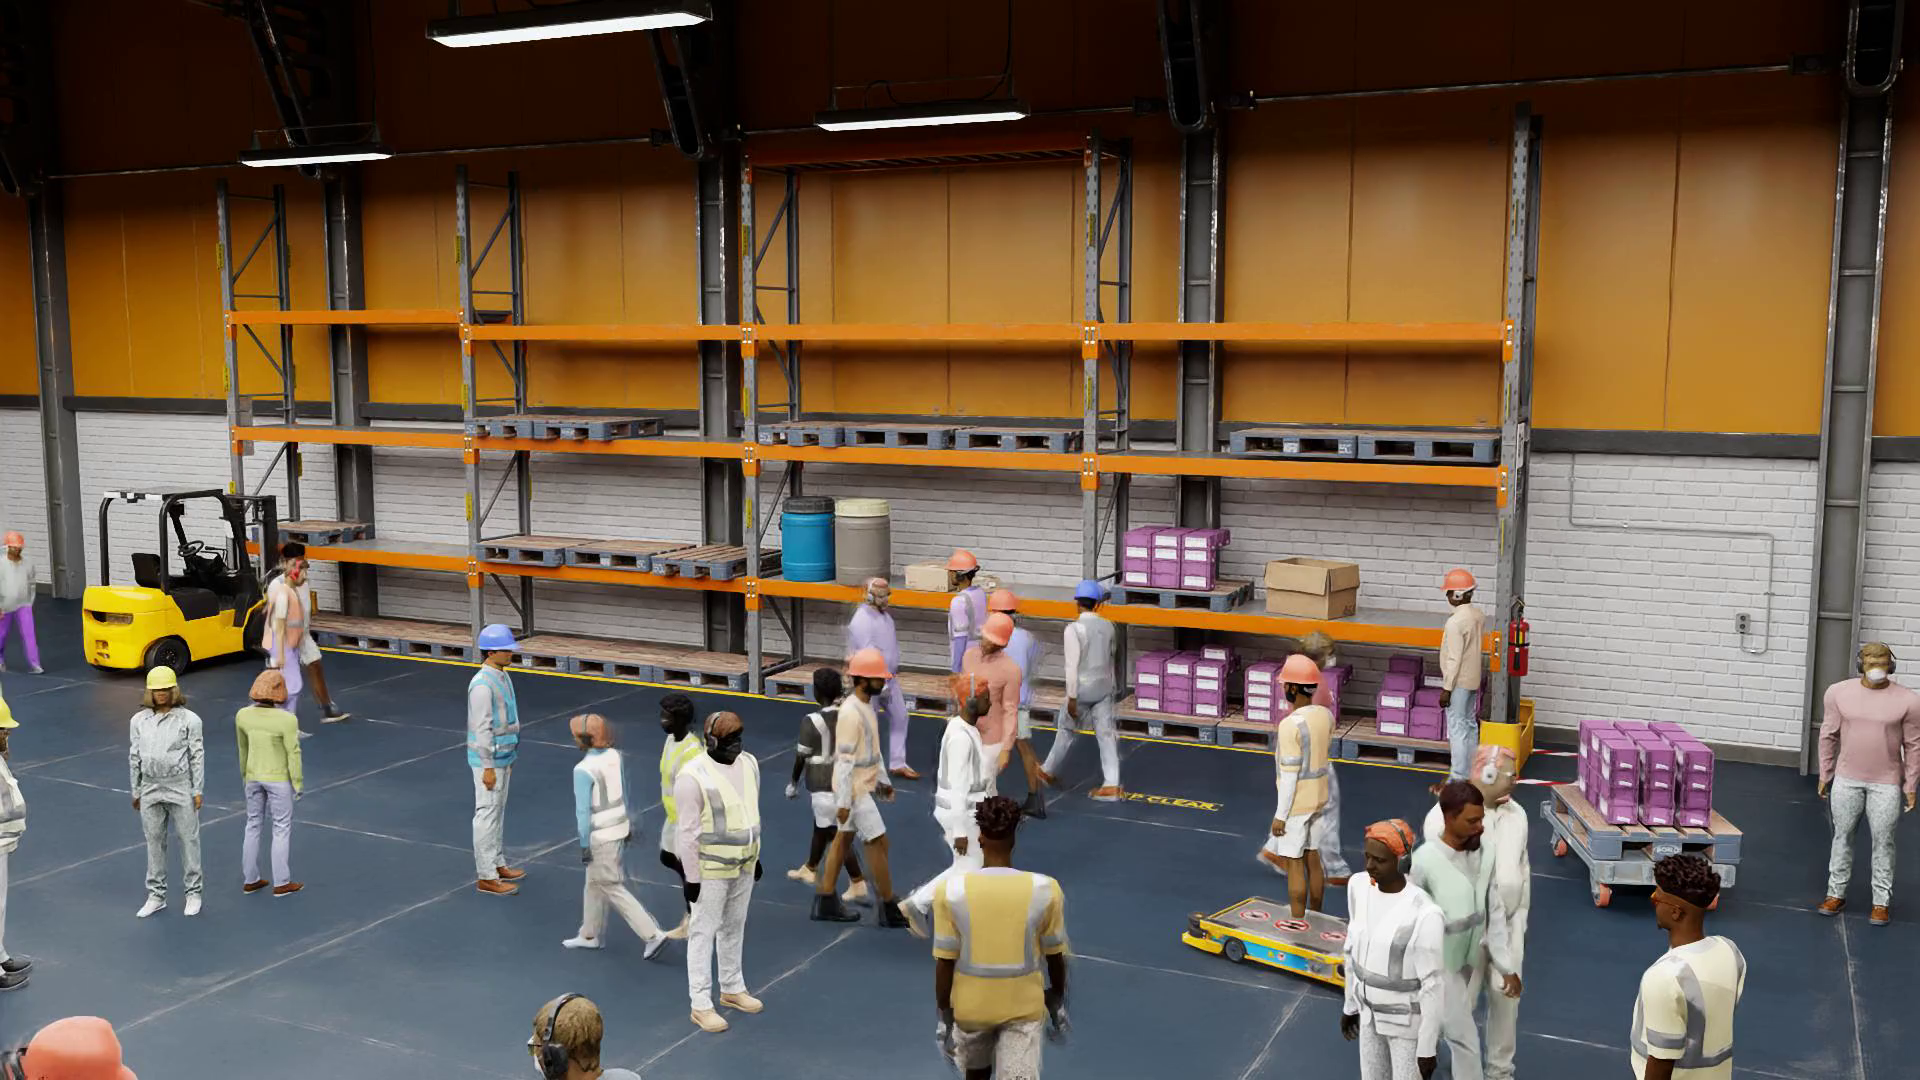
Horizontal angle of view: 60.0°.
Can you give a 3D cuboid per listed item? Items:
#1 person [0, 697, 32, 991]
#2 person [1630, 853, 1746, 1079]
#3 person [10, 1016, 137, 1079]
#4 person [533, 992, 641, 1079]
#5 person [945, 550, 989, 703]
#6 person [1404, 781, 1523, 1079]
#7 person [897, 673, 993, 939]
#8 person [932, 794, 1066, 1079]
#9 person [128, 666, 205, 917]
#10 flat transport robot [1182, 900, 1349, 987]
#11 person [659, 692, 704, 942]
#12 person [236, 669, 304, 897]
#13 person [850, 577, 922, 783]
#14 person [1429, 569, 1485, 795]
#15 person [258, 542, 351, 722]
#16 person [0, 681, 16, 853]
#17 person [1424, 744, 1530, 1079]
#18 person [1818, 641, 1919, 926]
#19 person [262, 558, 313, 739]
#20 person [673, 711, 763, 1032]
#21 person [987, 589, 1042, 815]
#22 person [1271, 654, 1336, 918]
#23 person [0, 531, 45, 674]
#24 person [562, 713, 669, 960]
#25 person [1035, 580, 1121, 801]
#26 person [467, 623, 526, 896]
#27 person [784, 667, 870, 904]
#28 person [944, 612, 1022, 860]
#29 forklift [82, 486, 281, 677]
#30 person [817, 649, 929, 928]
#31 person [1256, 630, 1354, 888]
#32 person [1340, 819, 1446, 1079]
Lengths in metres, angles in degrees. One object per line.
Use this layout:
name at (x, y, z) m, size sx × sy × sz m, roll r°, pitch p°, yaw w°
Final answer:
person at (-5.932, 1.852, 10.177) m, size 0.403 × 1.820 × 0.602 m, roll -4°, pitch 8°, yaw -29°
person at (2.852, 2.208, 6.616) m, size 0.606 × 1.966 × 0.367 m, roll -6°, pitch 9°, yaw -41°
person at (-2.830, 2.398, 4.996) m, size 0.887 × 1.993 × 0.686 m, roll -4°, pitch 8°, yaw -32°
person at (-1.197, 2.389, 5.304) m, size 0.382 × 1.928 × 0.635 m, roll 2°, pitch 7°, yaw 17°
person at (0.041, 1.109, 15.375) m, size 0.389 × 2.045 × 0.606 m, roll 3°, pitch 7°, yaw 23°
person at (2.396, 2.079, 8.145) m, size 0.595 × 1.868 × 1.007 m, roll -6°, pitch 9°, yaw -40°
person at (-0.056, 1.772, 10.649) m, size 0.595 × 1.871 × 0.592 m, roll 1°, pitch 7°, yaw 4°
person at (0.184, 2.117, 7.570) m, size 0.619 × 1.925 × 0.992 m, roll 0°, pitch 7°, yaw 0°
person at (-5.473, 1.729, 11.478) m, size 0.493 × 1.746 × 0.283 m, roll -1°, pitch 7°, yaw -4°
flat transport robot at (2.192, 2.566, 10.601) m, size 1.431 × 0.197 × 0.652 m, roll 6°, pitch 9°, yaw 42°
person at (-1.771, 1.816, 10.994) m, size 0.434 × 1.677 × 0.540 m, roll -3°, pitch 8°, yaw -26°
person at (-4.949, 1.737, 11.930) m, size 0.500 × 1.623 × 0.291 m, roll 2°, pitch 7°, yaw 13°
person at (-0.658, 1.264, 14.791) m, size 0.738 × 1.874 × 0.652 m, roll 3°, pitch 8°, yaw 23°
person at (4.355, 1.239, 14.506) m, size 0.377 × 1.995 × 0.611 m, roll 5°, pitch 9°, yaw 36°
person at (-6.874, 0.966, 17.171) m, size 1.046 × 1.904 × 0.625 m, roll 2°, pitch 7°, yaw 16°
person at (-7.557, 1.569, 12.715) m, size 0.524 × 1.770 × 0.315 m, roll -2°, pitch 7°, yaw -13°
person at (2.724, 1.999, 8.723) m, size 0.671 × 1.870 × 0.680 m, roll -2°, pitch 7°, yaw -19°
person at (6.204, 1.646, 11.368) m, size 0.636 × 1.938 × 0.358 m, roll 5°, pitch 9°, yaw 38°
person at (-6.678, 1.094, 16.463) m, size 0.502 × 1.801 × 0.660 m, roll -1°, pitch 7°, yaw -12°
person at (-1.371, 1.898, 9.695) m, size 0.430 × 1.843 × 0.625 m, roll 5°, pitch 8°, yaw 34°
person at (0.391, 1.351, 14.061) m, size 0.568 × 1.883 × 1.013 m, roll -5°, pitch 8°, yaw -35°
person at (2.205, 1.708, 10.863) m, size 0.358 × 1.937 × 0.549 m, roll 6°, pitch 9°, yaw 40°
person at (-11.274, 0.744, 19.799) m, size 0.914 × 1.709 × 0.574 m, roll 5°, pitch 9°, yaw 36°
person at (-2.218, 1.899, 10.660) m, size 0.761 × 1.604 × 0.535 m, roll 2°, pitch 7°, yaw 14°
person at (1.072, 1.296, 14.493) m, size 0.629 × 1.879 × 1.026 m, roll -6°, pitch 9°, yaw -42°
person at (-3.350, 1.565, 12.005) m, size 0.402 × 1.949 × 0.605 m, roll 0°, pitch 7°, yaw -2°
person at (-0.933, 1.731, 11.848) m, size 0.857 × 1.652 × 0.535 m, roll 4°, pitch 8°, yaw 33°
person at (0.186, 1.485, 12.727) m, size 0.399 × 1.931 × 0.754 m, roll -6°, pitch 9°, yaw -42°
forklift at (-9.426, 0.454, 20.179) m, size 1.214 × 2.155 × 2.313 m, roll 3°, pitch 8°, yaw 26°
person at (-0.580, 1.674, 11.267) m, size 0.881 × 1.896 × 0.569 m, roll 0°, pitch 7°, yaw 1°
person at (2.589, 1.582, 12.064) m, size 0.676 × 1.919 × 0.668 m, roll 0°, pitch 7°, yaw 4°
person at (1.937, 2.158, 7.455) m, size 0.368 × 1.872 × 0.592 m, roll -3°, pitch 8°, yaw -24°
